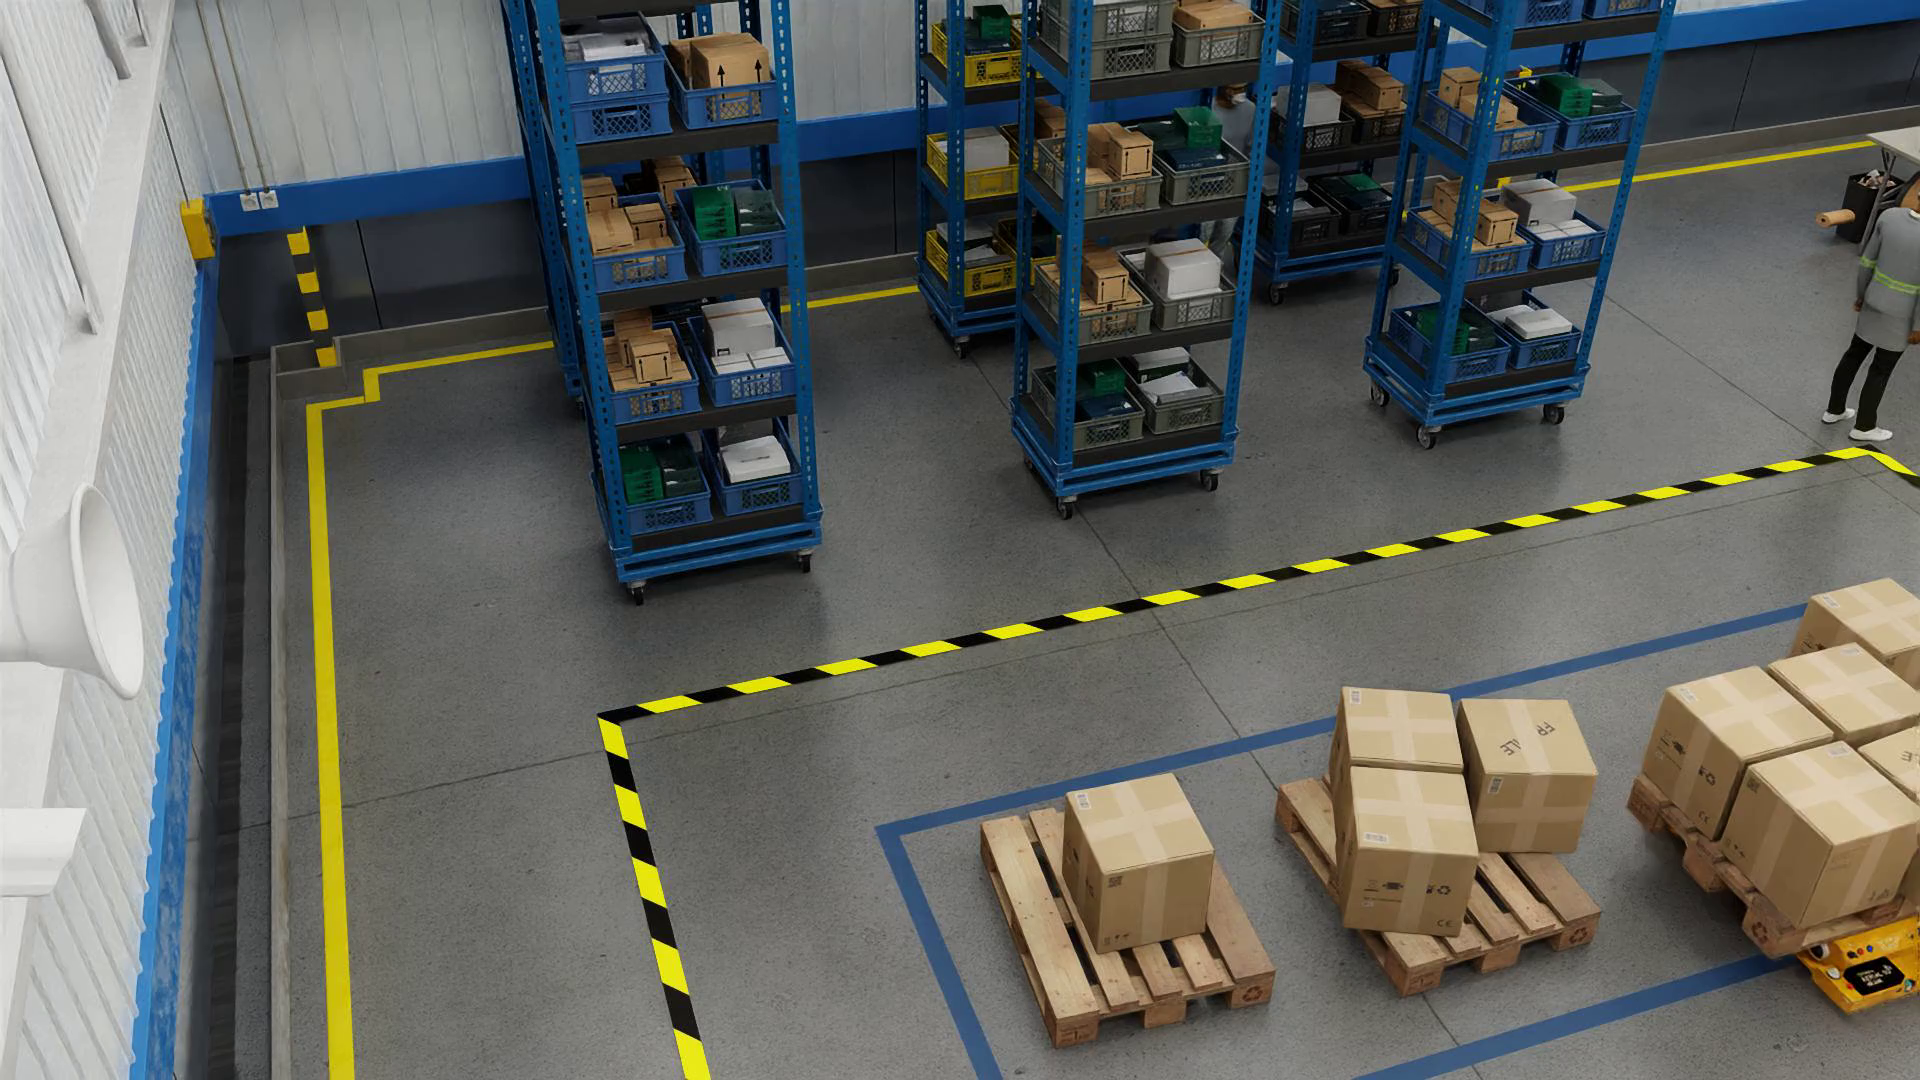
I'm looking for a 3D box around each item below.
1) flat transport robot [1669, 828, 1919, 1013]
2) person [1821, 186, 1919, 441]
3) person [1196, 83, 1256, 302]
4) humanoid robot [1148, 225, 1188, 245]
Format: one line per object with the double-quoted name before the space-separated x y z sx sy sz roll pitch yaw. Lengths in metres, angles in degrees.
"flat transport robot" 3.948 1.544 7.842 0.652 0.197 1.431 -11 37 -15
"person" 6.092 -1.522 10.840 0.395 1.853 0.588 -10 37 -14
"person" 1.900 -2.589 12.291 0.620 1.932 0.370 -20 40 -25
"humanoid robot" 1.377 -1.590 11.092 0.510 1.633 0.610 4 35 6
